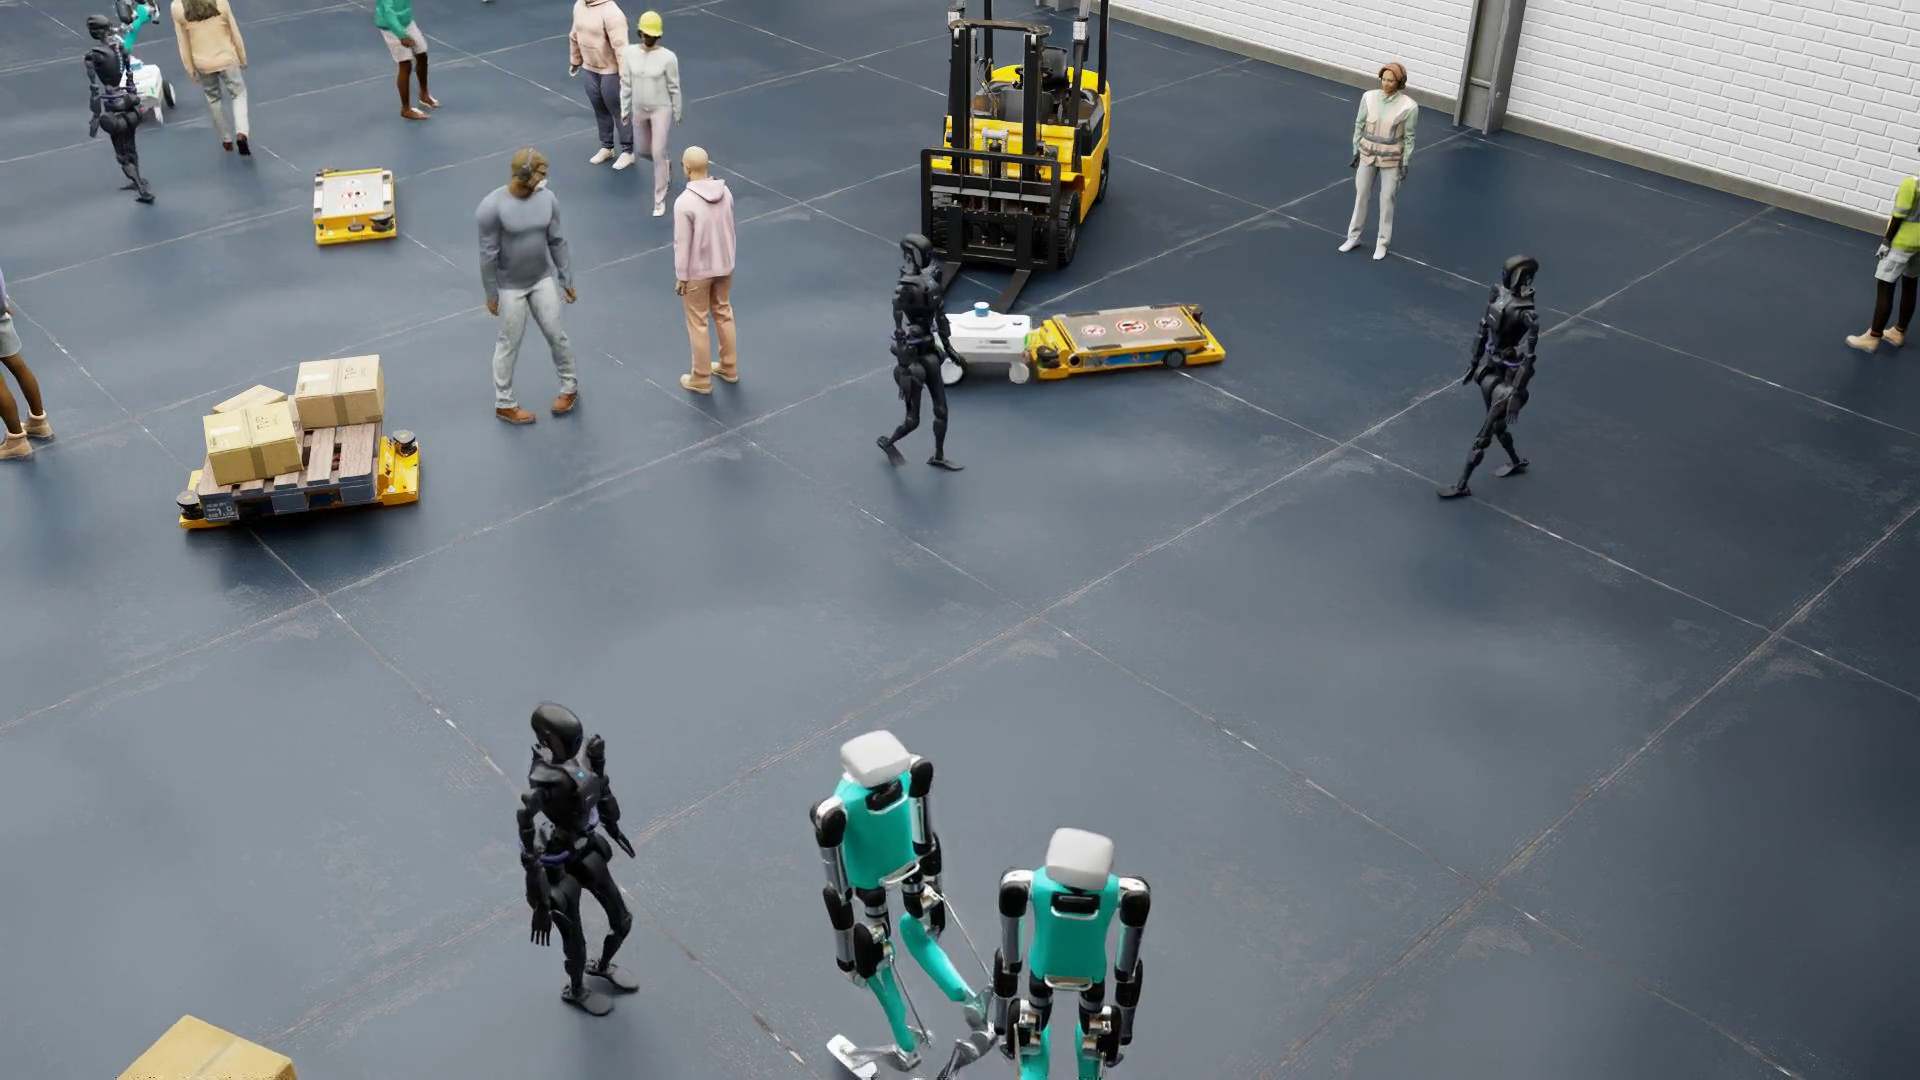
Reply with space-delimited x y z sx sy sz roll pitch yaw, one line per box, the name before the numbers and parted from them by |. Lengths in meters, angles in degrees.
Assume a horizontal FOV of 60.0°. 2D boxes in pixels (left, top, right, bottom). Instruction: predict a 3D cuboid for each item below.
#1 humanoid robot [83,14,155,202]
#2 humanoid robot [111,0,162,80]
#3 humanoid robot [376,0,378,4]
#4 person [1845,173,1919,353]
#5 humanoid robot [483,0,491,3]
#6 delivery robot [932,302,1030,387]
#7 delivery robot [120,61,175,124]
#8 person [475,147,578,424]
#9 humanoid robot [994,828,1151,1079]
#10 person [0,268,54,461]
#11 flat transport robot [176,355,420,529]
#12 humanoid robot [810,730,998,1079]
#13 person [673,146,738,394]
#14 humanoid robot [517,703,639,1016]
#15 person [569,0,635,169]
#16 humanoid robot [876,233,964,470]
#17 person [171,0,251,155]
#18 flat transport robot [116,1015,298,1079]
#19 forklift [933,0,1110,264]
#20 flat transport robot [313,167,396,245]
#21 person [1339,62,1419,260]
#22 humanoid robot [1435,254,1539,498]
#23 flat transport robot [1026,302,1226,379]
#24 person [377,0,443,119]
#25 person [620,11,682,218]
humanoid robot | -7.556 -3.824 14.777 0.509 1.653 0.615 7 34 11
humanoid robot | -8.817 -5.558 17.403 0.984 1.775 0.535 11 35 17
humanoid robot | -7.000 -7.386 20.169 0.536 1.745 0.916 -2 33 -2
person | 6.993 -2.202 12.252 0.530 1.690 0.318 -13 35 -19
humanoid robot | -5.973 -7.435 20.286 0.947 1.759 0.537 19 37 26
delivery robot | 0.134 -1.434 12.133 0.814 0.614 0.499 1 33 2
delivery robot | -8.333 -4.589 16.947 0.499 0.575 0.754 -10 34 -15
person | -2.946 -1.730 11.352 0.665 1.886 0.446 -25 41 -33
humanoid robot | 0.372 1.895 5.937 0.541 1.799 0.775 2 33 3
person | -6.420 -1.469 10.811 0.390 2.040 0.607 5 33 8
flat transport robot | -4.260 -0.391 10.774 1.431 0.231 0.659 -8 34 -12
humanoid robot | -0.165 1.581 6.393 0.530 1.757 0.904 -26 41 -34
person | -1.769 -1.888 11.699 0.422 1.774 0.539 24 40 32
humanoid robot | -1.596 1.323 6.850 0.352 1.643 0.608 14 36 20
person | -3.308 -4.402 15.487 0.791 1.859 0.433 23 39 31
humanoid robot | -0.267 -1.204 10.747 0.593 1.646 0.586 18 37 26
person | -7.030 -4.528 15.679 0.561 1.848 0.737 -11 35 -16
flat transport robot | -2.875 2.709 6.010 1.431 0.231 0.659 26 41 34
forklift | 0.570 -3.725 14.138 1.214 2.155 2.313 9 34 13
flat transport robot | -5.373 -2.993 14.774 0.659 0.231 1.431 -9 34 -14
person | 3.473 -3.129 13.721 0.514 1.641 0.313 22 39 30
humanoid robot | 3.442 -1.047 10.532 0.768 1.629 0.601 -10 34 -15
flat transport robot | 1.207 -1.492 12.467 1.431 0.231 0.659 -7 34 -10
person | -5.608 -5.157 16.673 0.446 1.820 0.580 10 34 15
person | -2.707 -3.797 14.670 0.528 1.723 0.753 8 34 12
